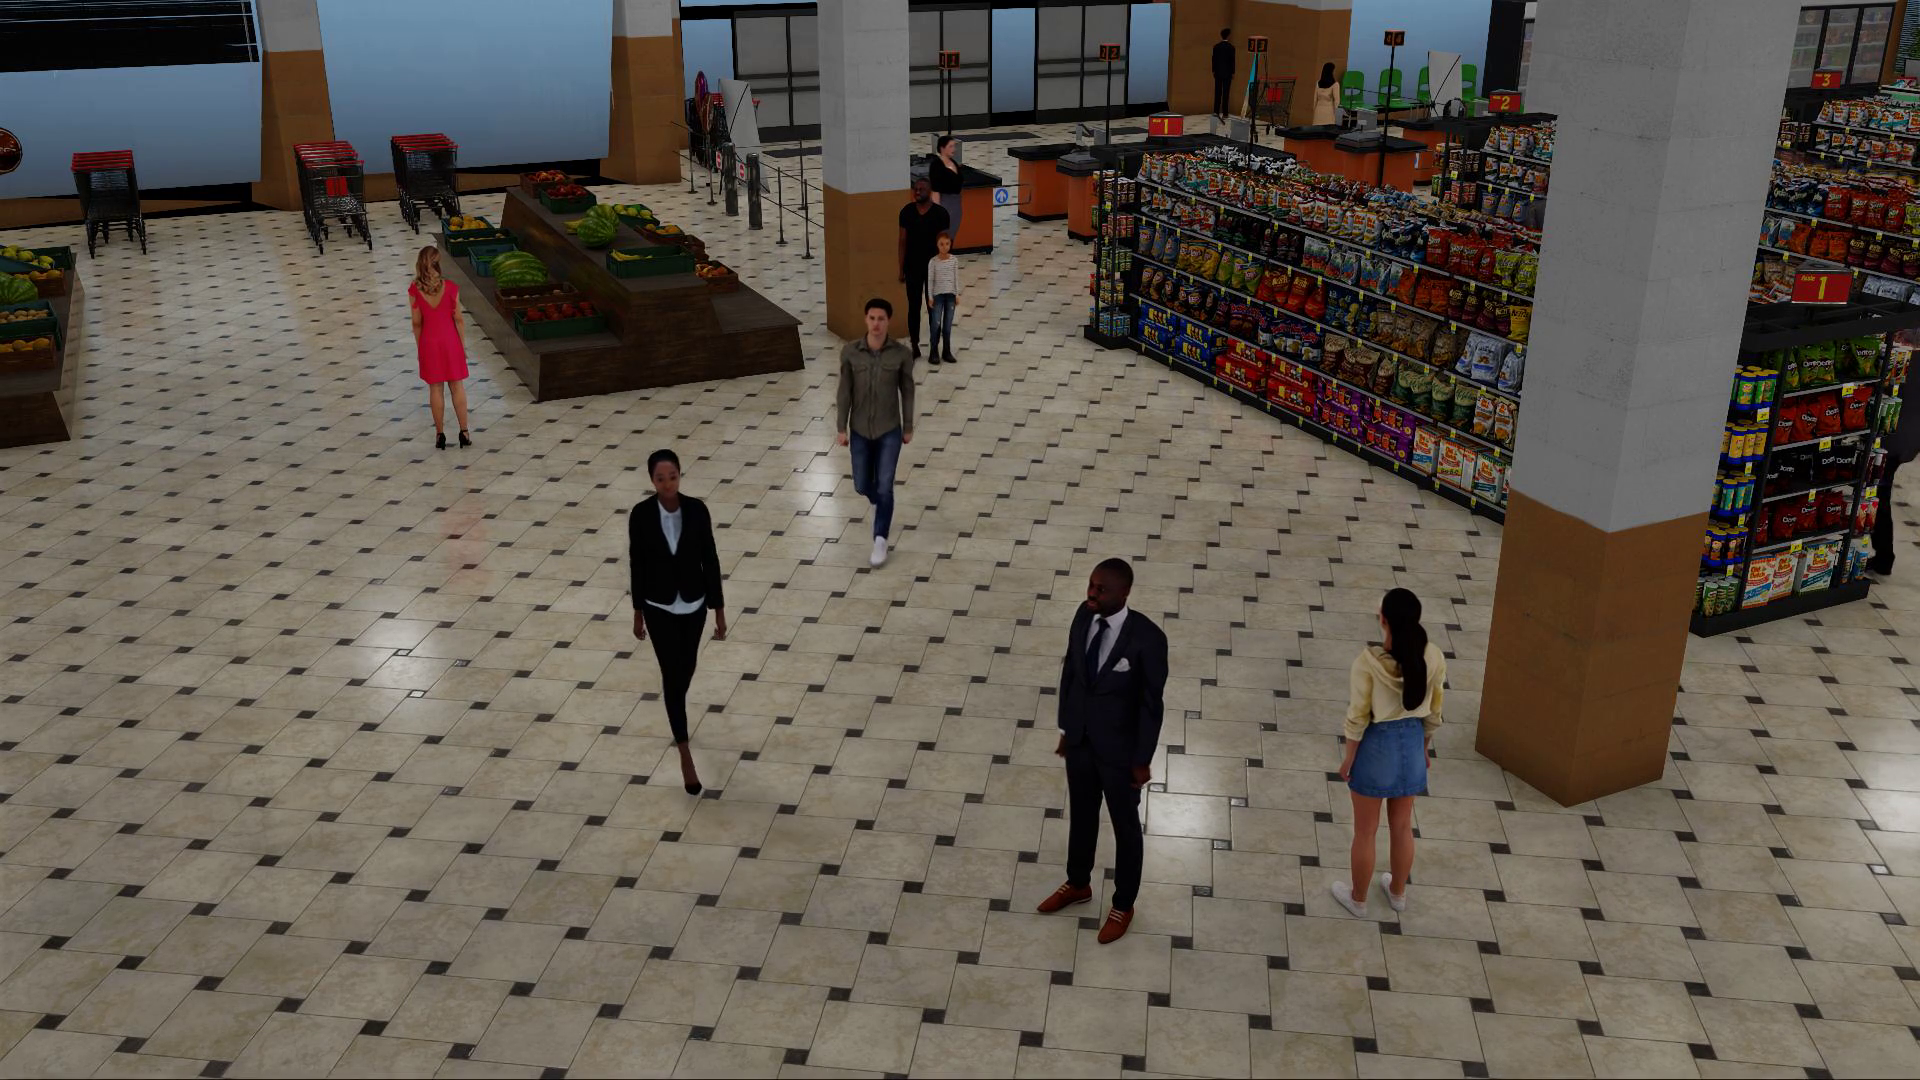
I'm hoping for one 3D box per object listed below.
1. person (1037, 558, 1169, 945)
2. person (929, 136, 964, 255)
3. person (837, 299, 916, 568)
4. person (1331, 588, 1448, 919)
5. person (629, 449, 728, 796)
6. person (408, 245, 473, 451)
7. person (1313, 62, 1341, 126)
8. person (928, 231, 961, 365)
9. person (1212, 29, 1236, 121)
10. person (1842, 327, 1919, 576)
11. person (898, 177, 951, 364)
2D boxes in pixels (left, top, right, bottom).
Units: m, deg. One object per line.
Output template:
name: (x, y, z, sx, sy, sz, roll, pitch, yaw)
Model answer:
person: (0.661, 0.916, 7.511, 0.682, 1.824, 0.833, 20, 30, 41)
person: (-0.195, -3.835, 19.429, 0.802, 1.754, 0.779, 14, 26, 30)
person: (-0.589, -0.804, 11.761, 1.034, 1.847, 1.194, 2, 22, 4)
person: (1.961, 0.978, 7.615, 0.679, 1.632, 0.621, -5, 23, -13)
person: (-1.520, 0.380, 8.893, 0.696, 1.788, 1.135, -7, 23, -17)
person: (-4.357, -1.613, 13.933, 0.616, 1.728, 0.604, -5, 22, -12)
person: (6.022, -6.997, 27.396, 0.771, 1.681, 0.588, -20, 29, -41)
person: (-0.167, -2.408, 16.466, 0.480, 1.315, 0.474, -9, 23, -20)
person: (5.183, -9.181, 32.774, 0.658, 1.724, 0.769, 14, 26, 30)
person: (6.417, -0.629, 11.397, 0.951, 1.794, 1.235, -3, 22, -8)
person: (-0.353, -2.673, 16.449, 0.742, 1.819, 0.771, 5, 22, 12)
